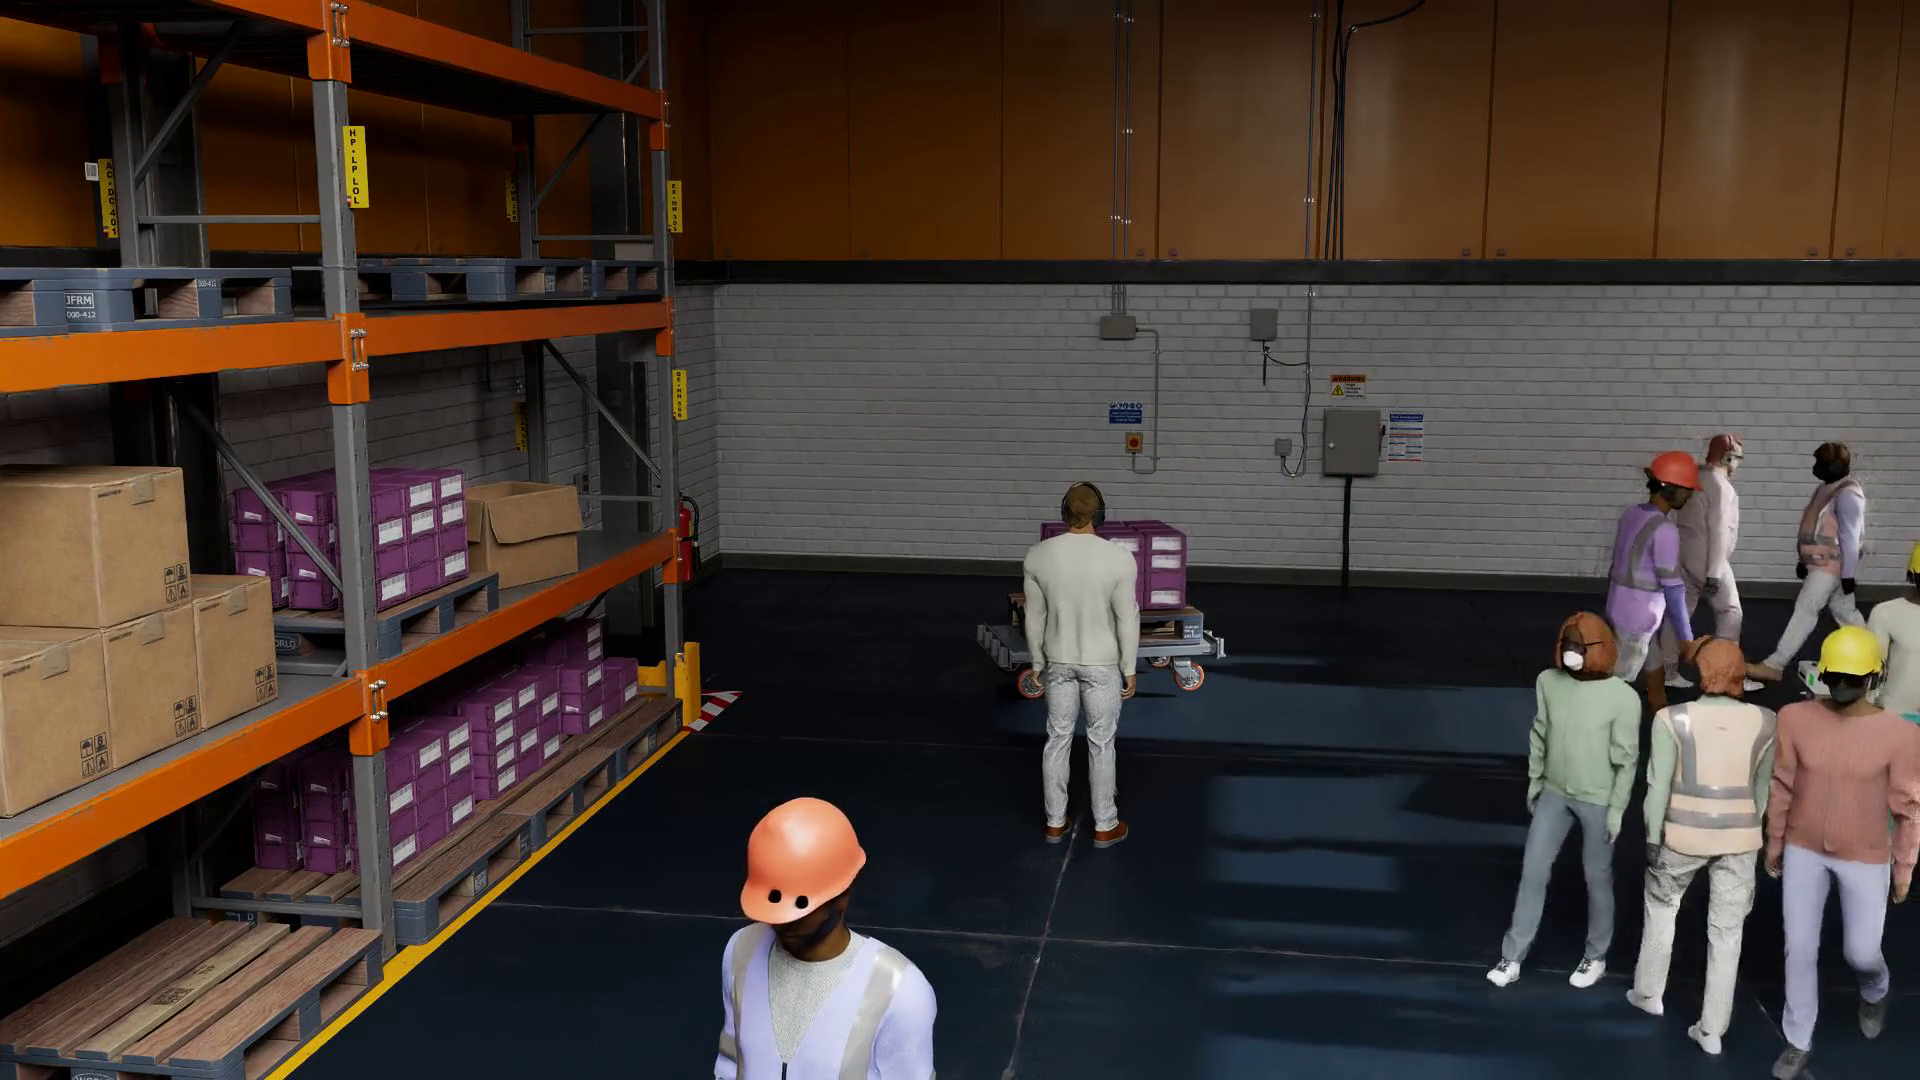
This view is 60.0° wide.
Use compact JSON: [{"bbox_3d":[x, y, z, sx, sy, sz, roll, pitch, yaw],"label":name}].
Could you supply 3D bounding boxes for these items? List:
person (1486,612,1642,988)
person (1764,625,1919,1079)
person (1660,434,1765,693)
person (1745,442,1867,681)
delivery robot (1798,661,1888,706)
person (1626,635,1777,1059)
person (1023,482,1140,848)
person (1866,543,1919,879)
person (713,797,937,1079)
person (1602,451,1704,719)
[{"bbox_3d":[2.515,1.113,6.939,0.675,1.609,0.524,-7,12,-38],"label":"person"},{"bbox_3d":[3.339,1.158,6.275,0.530,1.751,0.561,9,13,43],"label":"person"},{"bbox_3d":[5.447,0.173,11.978,0.843,1.861,0.666,-1,9,-5],"label":"person"},{"bbox_3d":[6.351,0.174,12.207,0.979,1.790,0.648,3,10,17],"label":"person"},{"bbox_3d":[5.936,0.941,10.975,0.707,0.478,0.477,2,9,15],"label":"delivery robot"},{"bbox_3d":[2.920,1.171,6.567,0.509,1.613,0.647,1,9,7],"label":"person"},{"bbox_3d":[0.642,0.656,8.764,0.631,1.940,0.372,3,10,20],"label":"person"},{"bbox_3d":[4.677,0.859,8.110,0.552,1.740,0.680,4,10,26],"label":"person"},{"bbox_3d":[-0.323,1.489,3.661,0.542,1.929,0.369,5,10,27],"label":"person"},{"bbox_3d":[4.101,0.470,9.751,1.021,1.986,0.626,1,9,6],"label":"person"}]
